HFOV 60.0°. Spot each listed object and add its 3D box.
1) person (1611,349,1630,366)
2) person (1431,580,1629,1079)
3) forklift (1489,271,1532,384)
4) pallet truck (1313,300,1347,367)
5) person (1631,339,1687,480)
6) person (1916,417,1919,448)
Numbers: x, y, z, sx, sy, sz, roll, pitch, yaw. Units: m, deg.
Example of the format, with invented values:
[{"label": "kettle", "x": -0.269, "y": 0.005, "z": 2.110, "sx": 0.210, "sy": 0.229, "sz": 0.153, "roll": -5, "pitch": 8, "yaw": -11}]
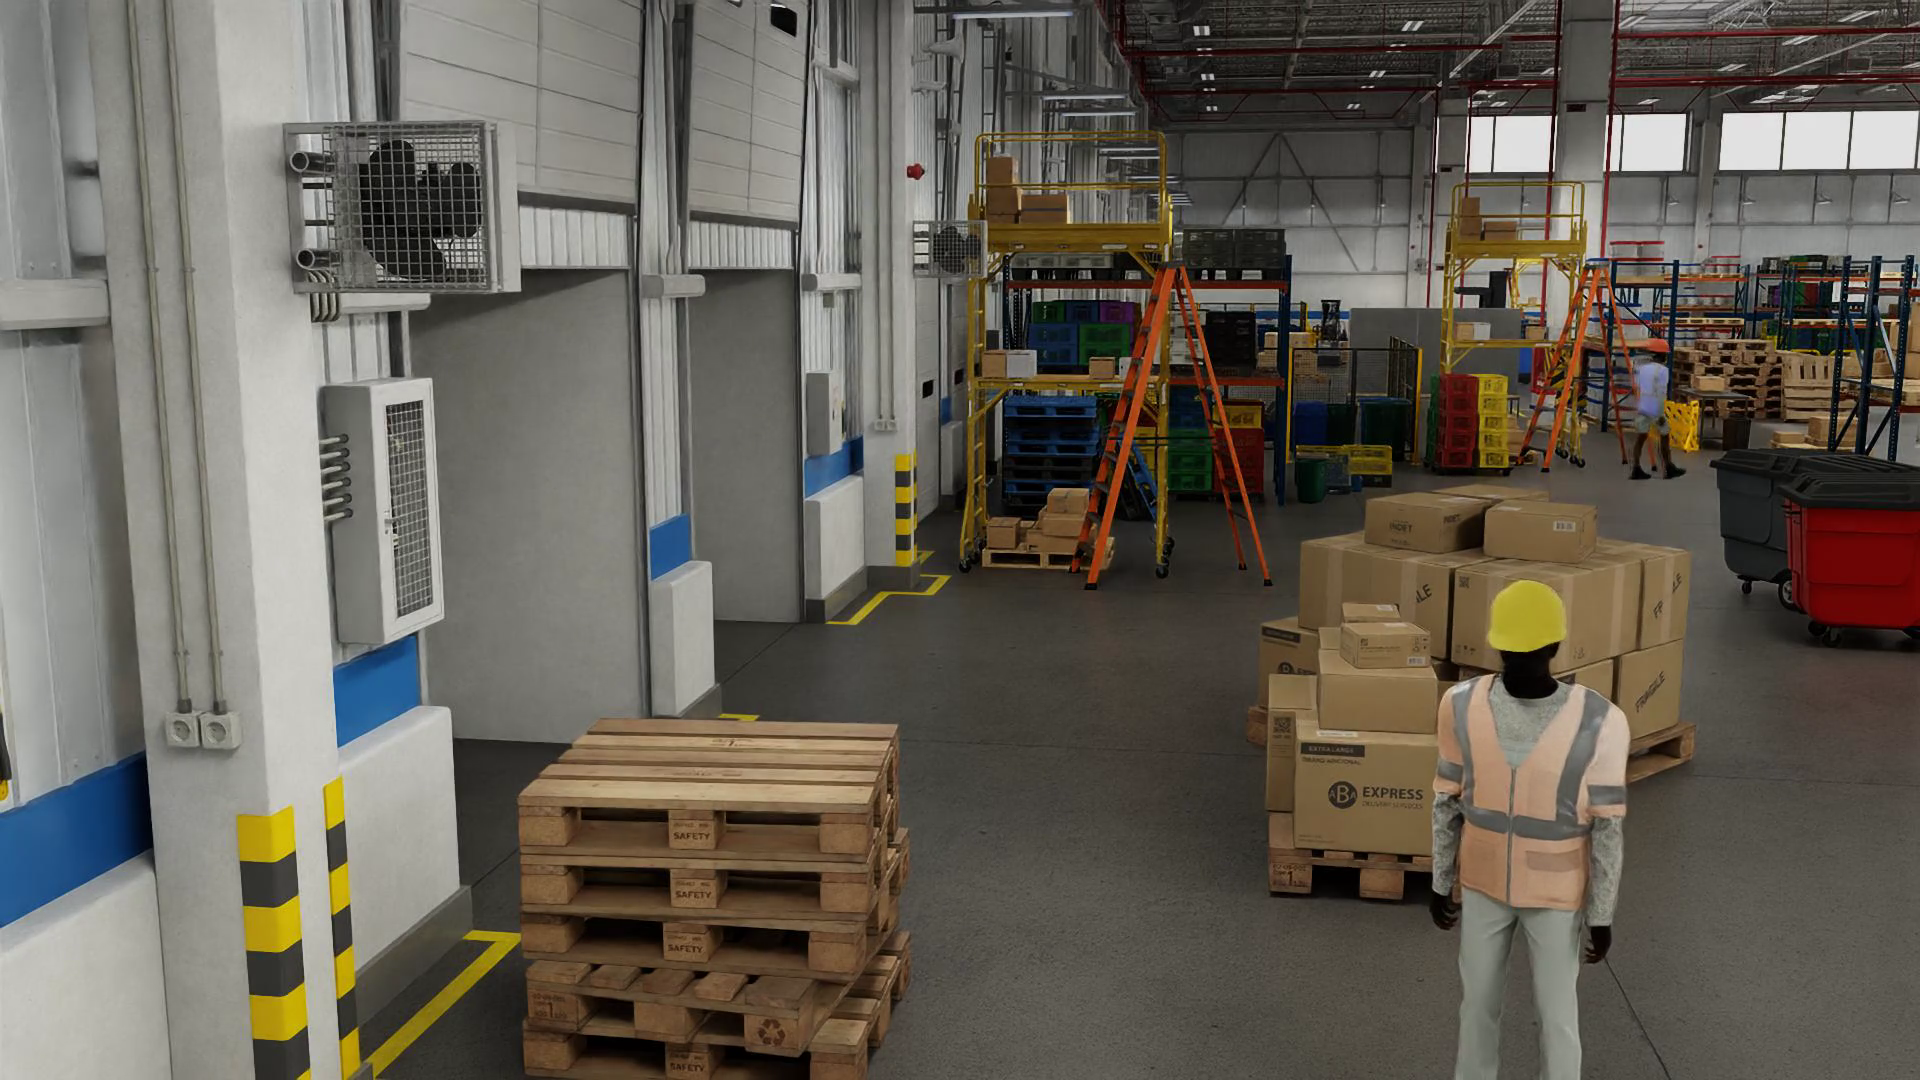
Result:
[{"label": "person", "x": 16.859, "y": -4.850, "z": 42.369, "sx": 0.558, "sy": 1.664, "sz": 0.755, "roll": 7, "pitch": 12, "yaw": 37}, {"label": "person", "x": 1.736, "y": 1.065, "z": 5.166, "sx": 0.587, "sy": 1.919, "sz": 0.398, "roll": 7, "pitch": 11, "yaw": 35}, {"label": "forklift", "x": 13.422, "y": -5.322, "z": 41.591, "sx": 1.873, "sy": 2.768, "sz": 1.129, "roll": 1, "pitch": 9, "yaw": 9}, {"label": "pallet truck", "x": 11.159, "y": -6.200, "z": 49.718, "sx": 0.823, "sy": 1.965, "sz": 1.885, "roll": 4, "pitch": 10, "yaw": 26}, {"label": "person", "x": 9.556, "y": -1.769, "z": 22.663, "sx": 0.880, "sy": 1.904, "sz": 0.566, "roll": -3, "pitch": 10, "yaw": -18}, {"label": "person", "x": 15.590, "y": -2.333, "z": 26.672, "sx": 0.319, "sy": 1.739, "sz": 0.485, "roll": 7, "pitch": 11, "yaw": 36}]
